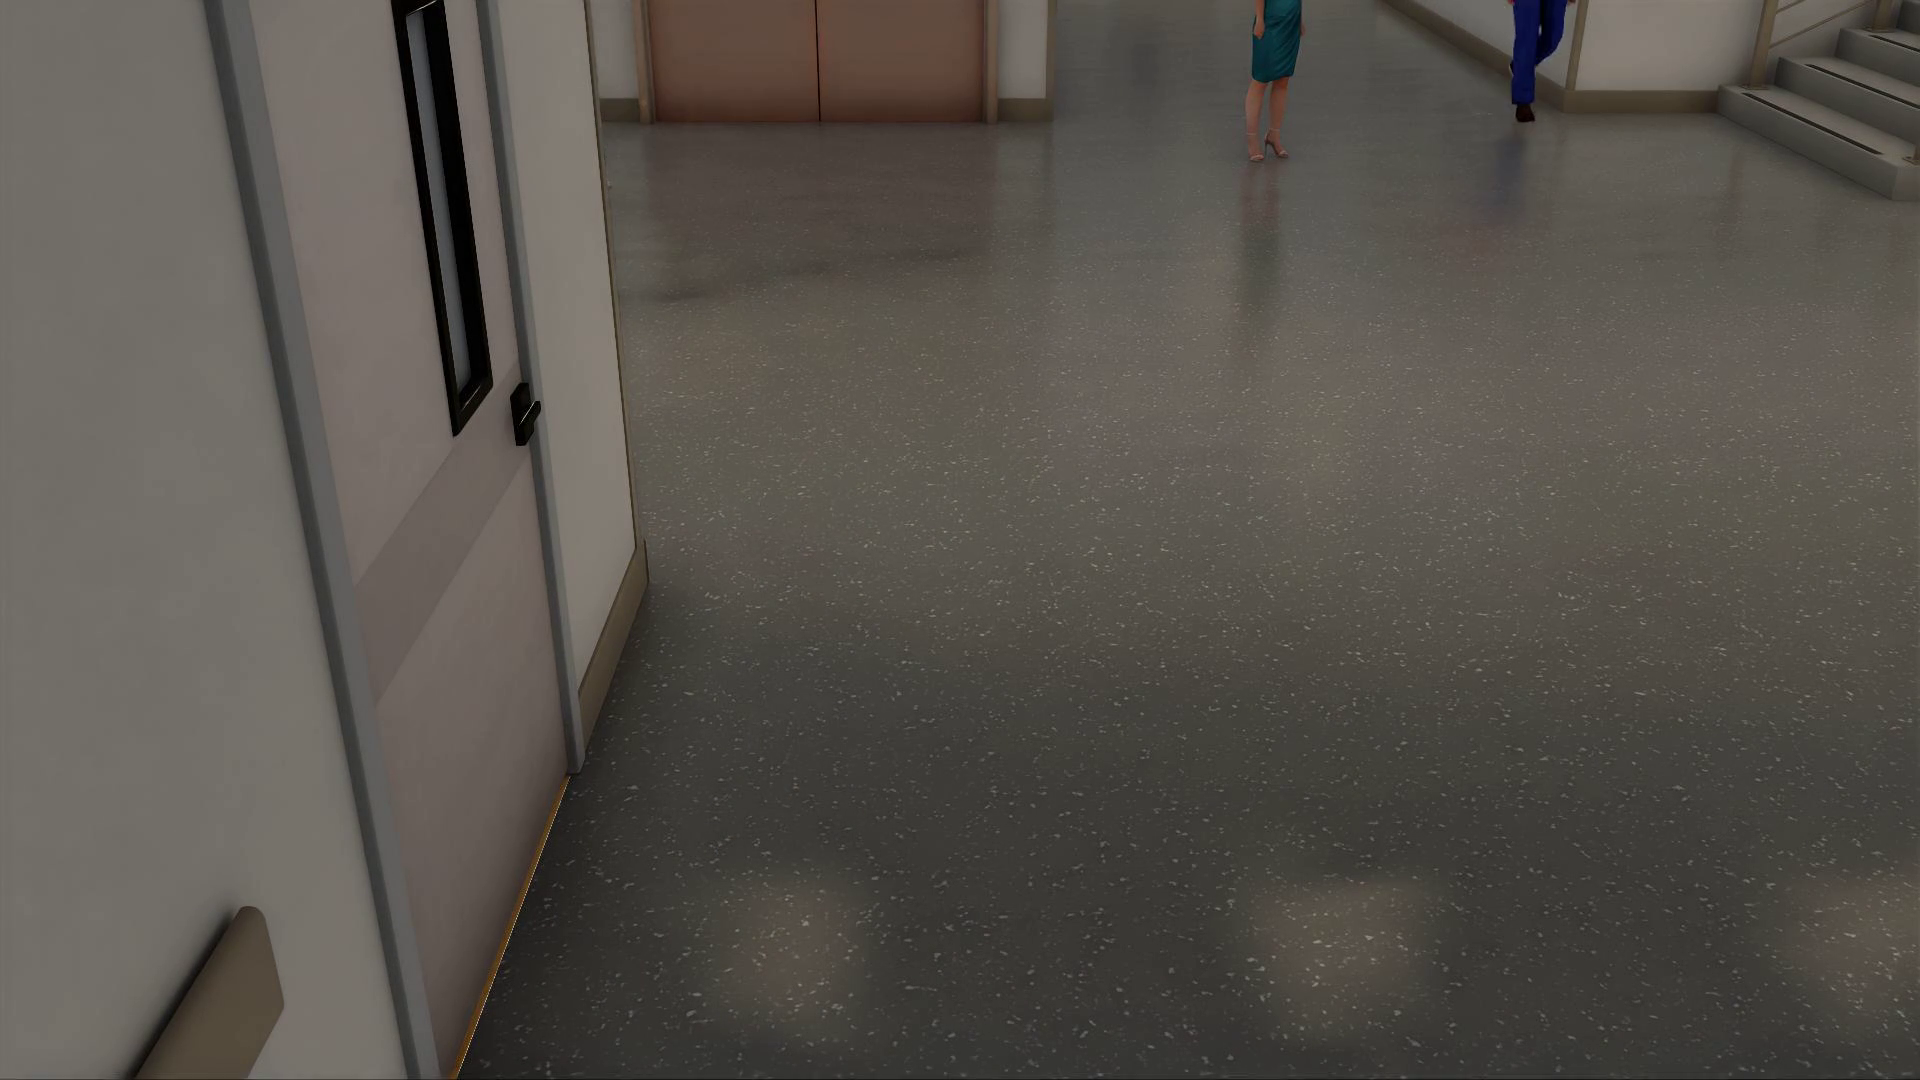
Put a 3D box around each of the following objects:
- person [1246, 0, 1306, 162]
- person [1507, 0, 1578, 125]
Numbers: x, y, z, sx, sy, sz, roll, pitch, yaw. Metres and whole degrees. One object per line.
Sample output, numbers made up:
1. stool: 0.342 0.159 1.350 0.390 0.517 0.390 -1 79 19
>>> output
1. person: 2.014 -3.279 10.577 0.579 1.687 0.681 -15 30 -28
2. person: 4.038 -3.889 11.658 0.884 1.845 0.748 -1 26 -2
